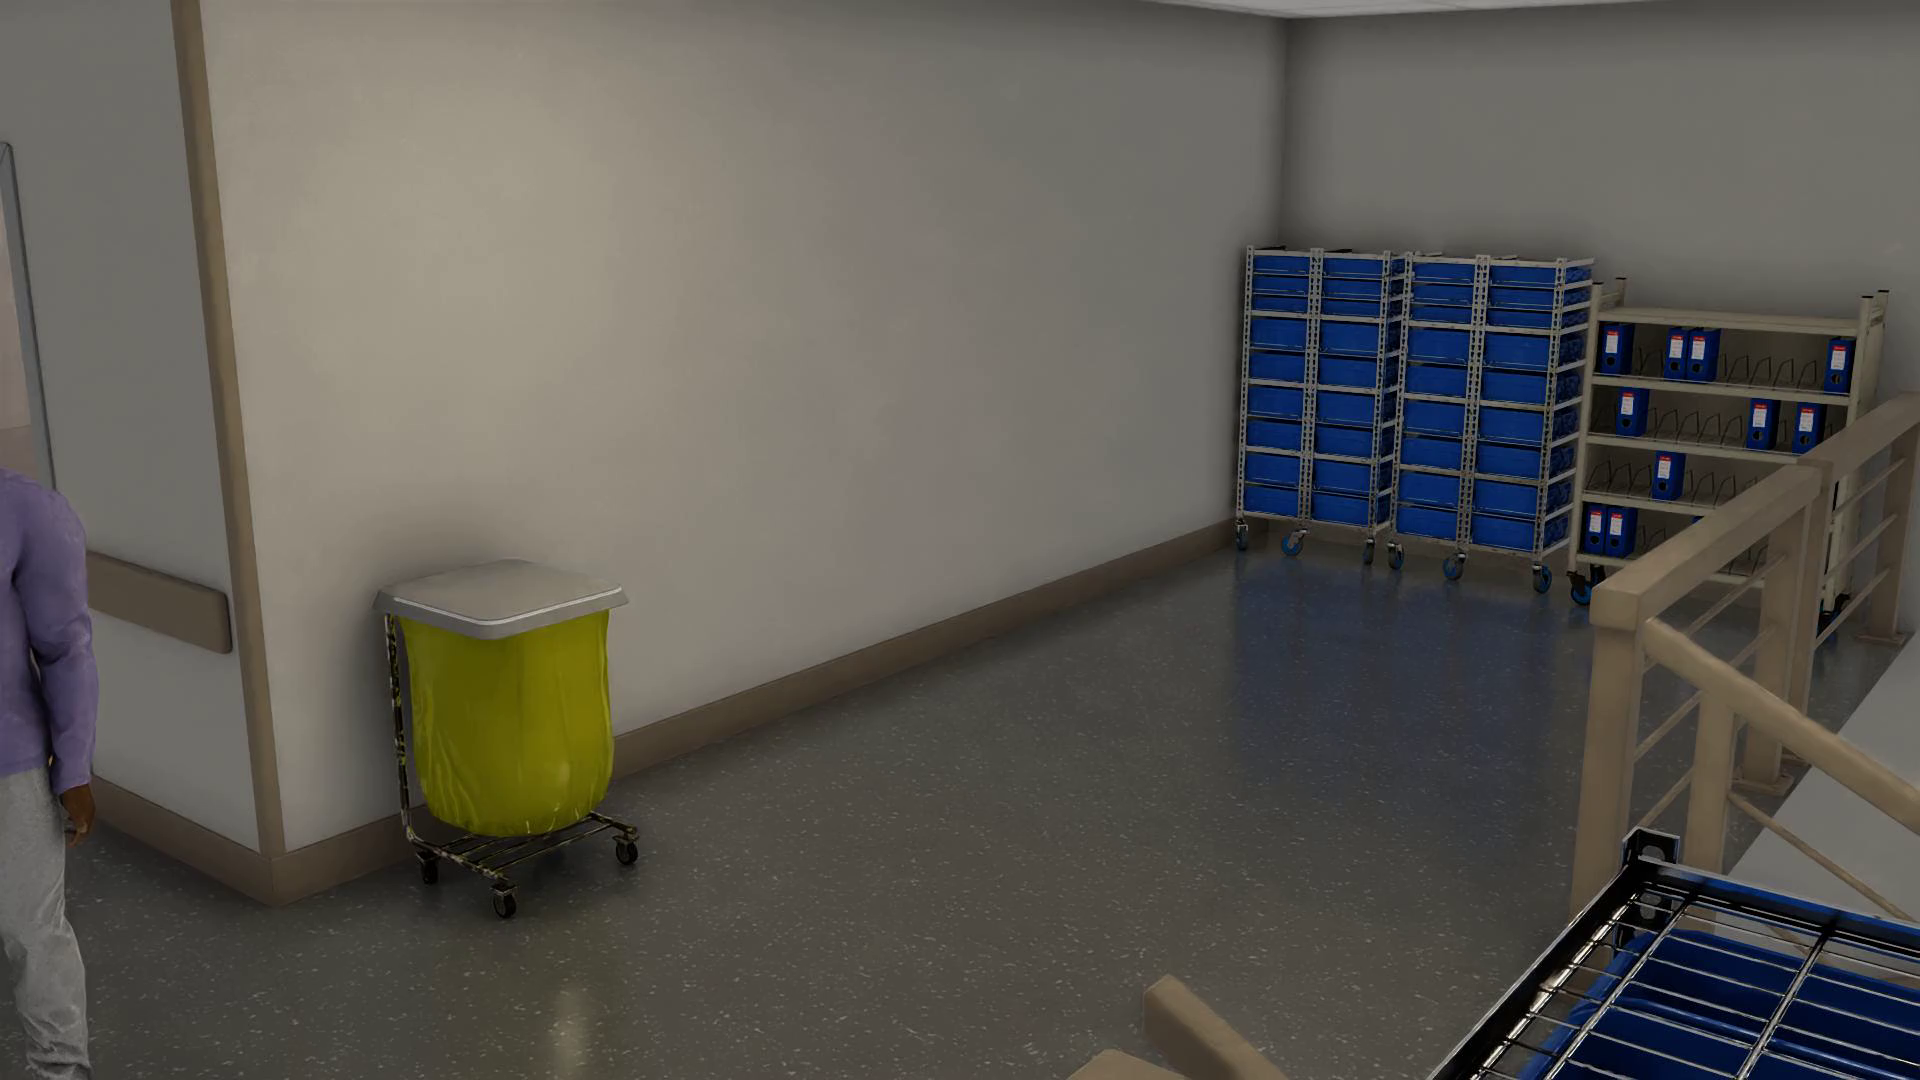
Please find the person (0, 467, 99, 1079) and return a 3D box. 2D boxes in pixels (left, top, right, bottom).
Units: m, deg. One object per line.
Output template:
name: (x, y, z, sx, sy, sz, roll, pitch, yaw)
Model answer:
person: (-2.221, 0.521, 3.665, 0.632, 1.940, 0.372, -4, 14, -16)
